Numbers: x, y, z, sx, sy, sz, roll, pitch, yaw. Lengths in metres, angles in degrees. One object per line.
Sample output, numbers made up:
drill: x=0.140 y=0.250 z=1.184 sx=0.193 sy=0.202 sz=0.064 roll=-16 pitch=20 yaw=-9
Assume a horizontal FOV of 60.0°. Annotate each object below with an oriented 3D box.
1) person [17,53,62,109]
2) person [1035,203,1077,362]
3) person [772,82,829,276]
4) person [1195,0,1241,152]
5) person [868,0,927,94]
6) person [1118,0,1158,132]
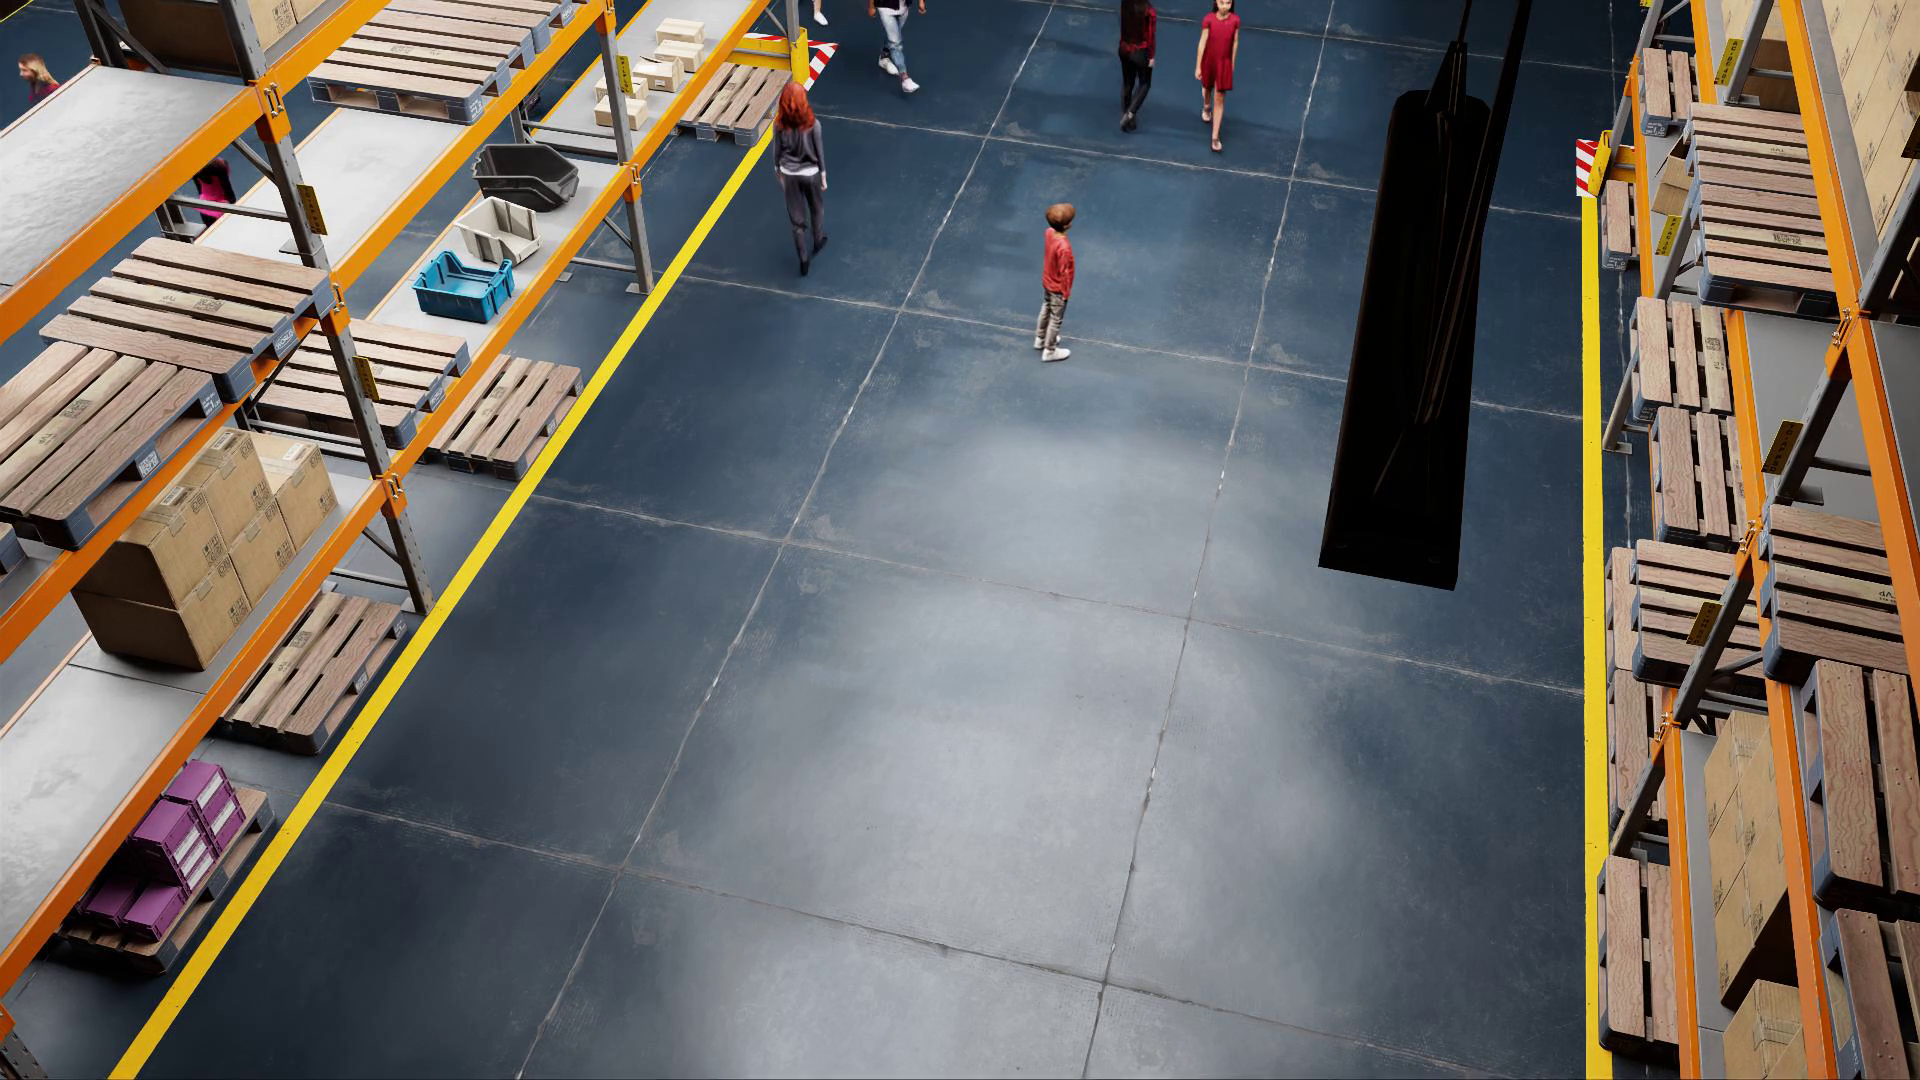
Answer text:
person: x=-7.978 y=-3.614 z=14.868 sx=0.697 sy=1.623 sz=0.710 roll=26 pitch=50 yaw=25
person: x=0.769 y=-2.088 z=13.418 sx=0.656 sy=1.413 sz=0.571 roll=-15 pitch=46 yaw=-15
person: x=-1.362 y=-3.026 z=14.150 sx=0.718 sy=1.764 sz=0.879 roll=1 pitch=44 yaw=1
person: x=2.463 y=-4.625 z=16.024 sx=0.709 sy=1.494 sz=1.128 roll=2 pitch=44 yaw=2
person: x=-0.715 y=-5.449 z=16.687 sx=1.189 sy=1.772 sz=1.207 roll=-26 pitch=49 yaw=-24
person: x=1.638 y=-4.632 z=15.920 sx=0.683 sy=1.647 sz=0.713 roll=26 pitch=50 yaw=25
